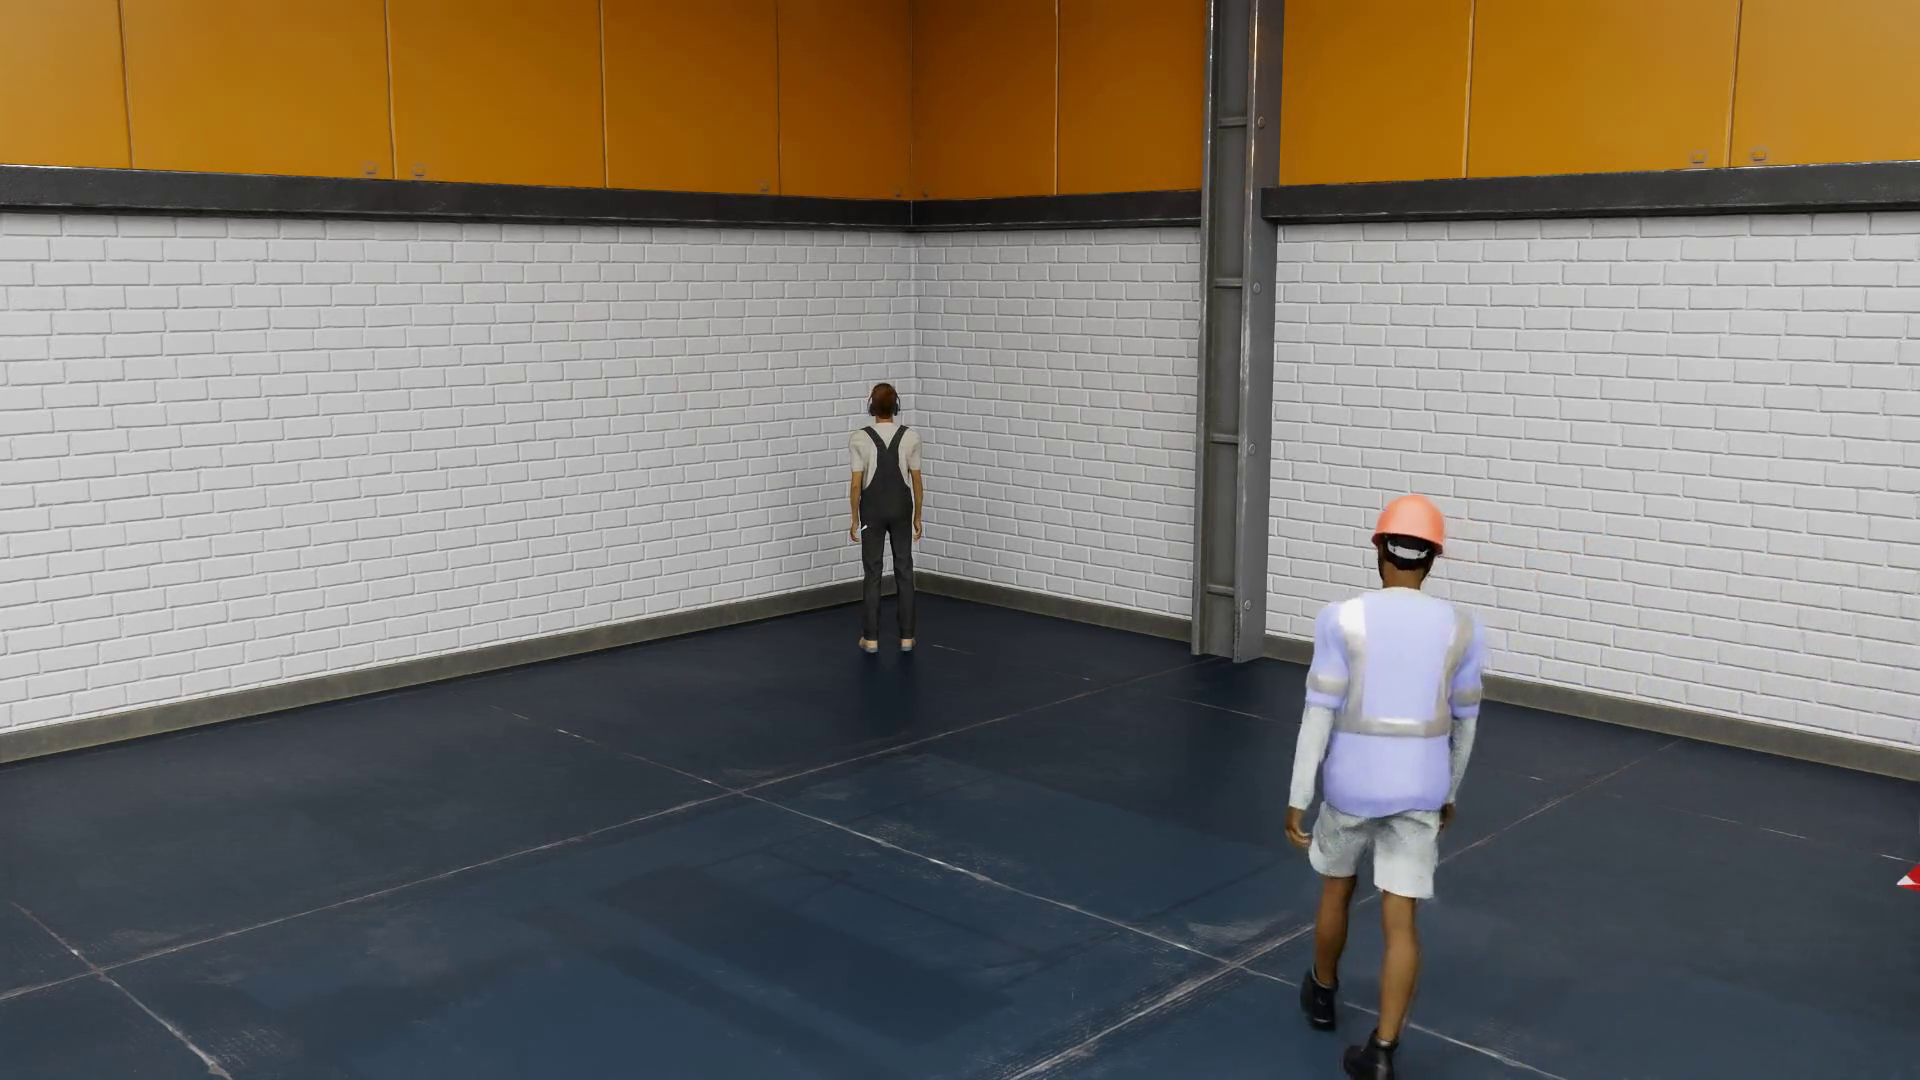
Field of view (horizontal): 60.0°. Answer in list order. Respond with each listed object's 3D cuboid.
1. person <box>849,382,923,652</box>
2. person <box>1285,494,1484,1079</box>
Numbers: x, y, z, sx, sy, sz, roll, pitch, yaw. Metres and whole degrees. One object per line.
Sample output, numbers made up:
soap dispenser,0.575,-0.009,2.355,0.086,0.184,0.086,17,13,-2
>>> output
person,-0.503,-0.151,11.331,0.507,1.846,0.341,-2,9,-10
person,1.359,0.791,5.456,0.625,1.875,0.891,1,9,3
